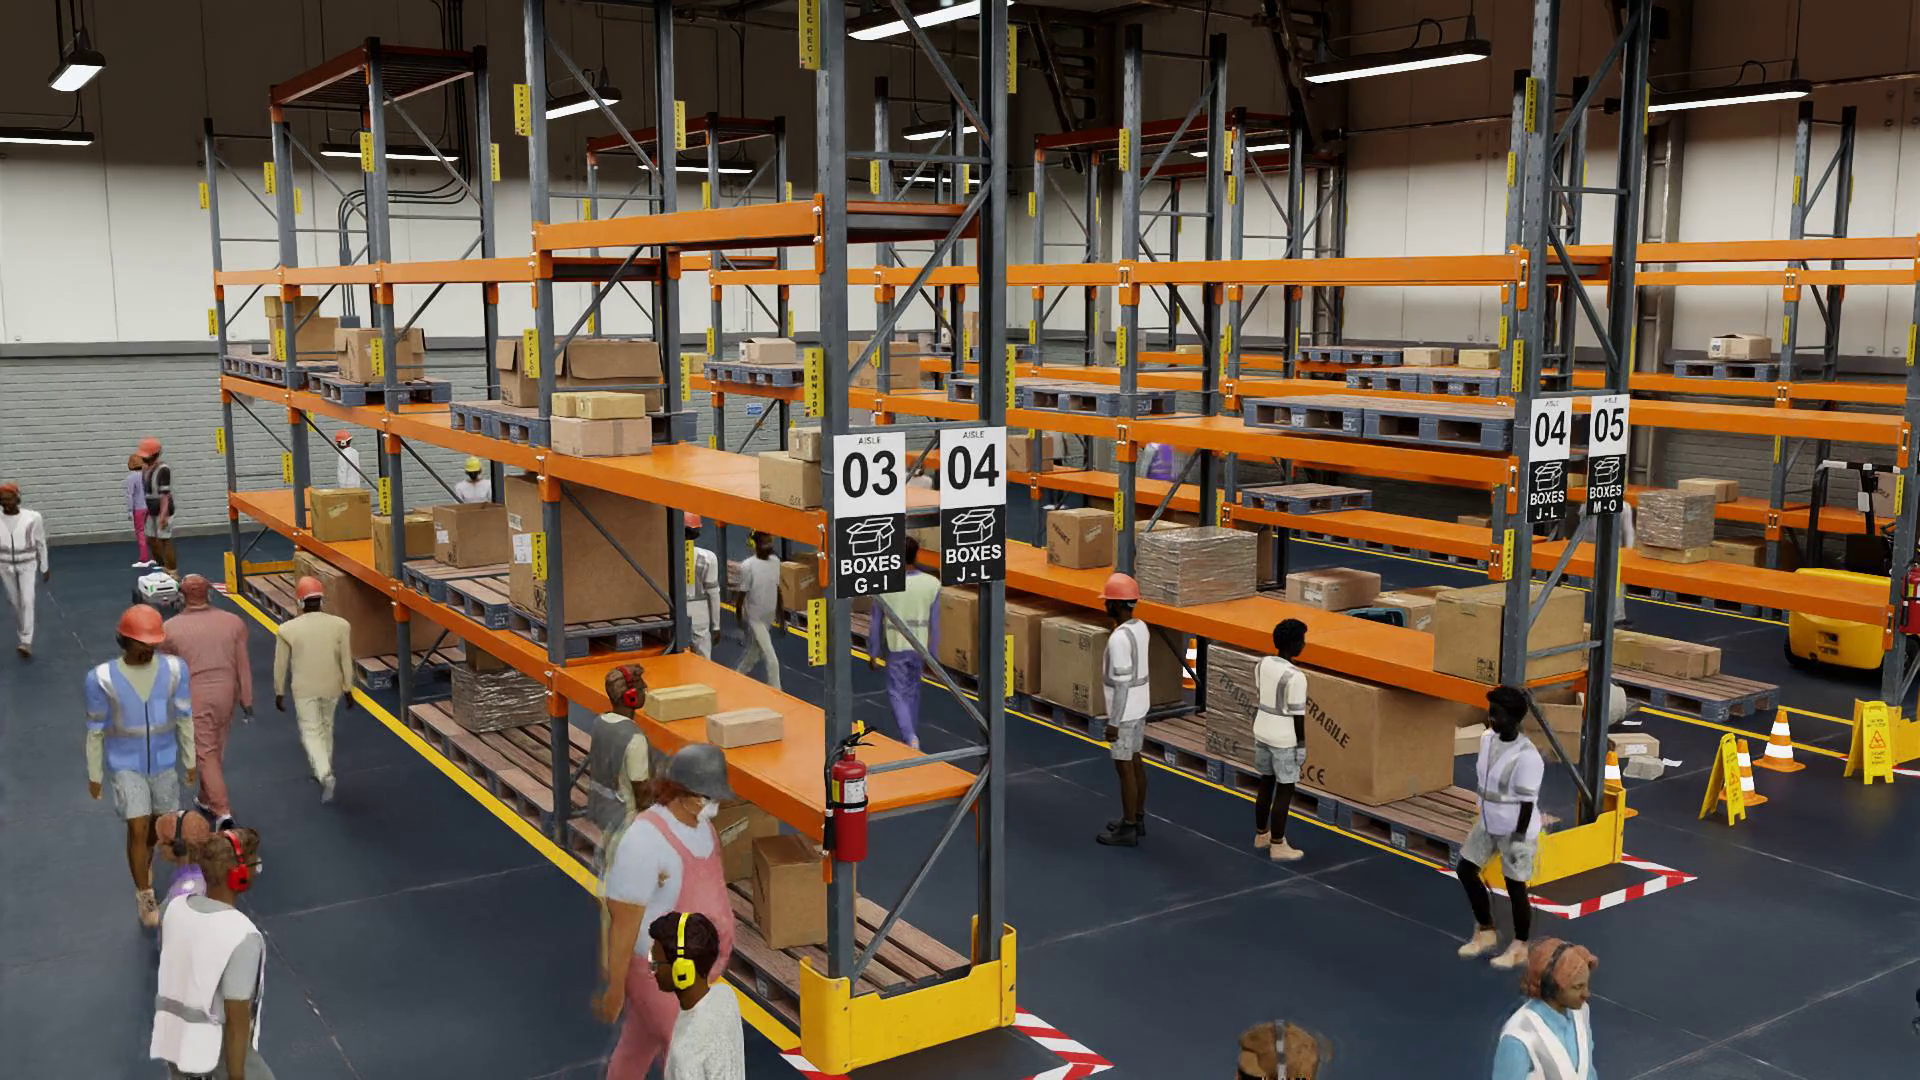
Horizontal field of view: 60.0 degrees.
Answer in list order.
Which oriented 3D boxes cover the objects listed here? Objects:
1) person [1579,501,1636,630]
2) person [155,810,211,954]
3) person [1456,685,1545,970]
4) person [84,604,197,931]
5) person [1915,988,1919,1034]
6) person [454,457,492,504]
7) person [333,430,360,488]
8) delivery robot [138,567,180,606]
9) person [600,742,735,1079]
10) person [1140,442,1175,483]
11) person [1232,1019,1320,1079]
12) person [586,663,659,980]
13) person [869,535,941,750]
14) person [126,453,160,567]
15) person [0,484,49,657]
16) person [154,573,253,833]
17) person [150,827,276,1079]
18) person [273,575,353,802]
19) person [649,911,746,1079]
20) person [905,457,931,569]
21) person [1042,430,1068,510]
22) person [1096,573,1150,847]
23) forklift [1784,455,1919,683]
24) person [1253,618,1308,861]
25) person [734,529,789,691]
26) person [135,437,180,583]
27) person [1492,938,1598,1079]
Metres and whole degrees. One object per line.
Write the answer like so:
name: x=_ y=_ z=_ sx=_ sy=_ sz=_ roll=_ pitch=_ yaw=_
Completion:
person: x=7.505 y=0.136 z=19.312 sx=0.670 sy=1.784 sz=0.460 roll=6 pitch=10 yaw=35
person: x=-3.386 y=1.995 z=7.405 sx=0.315 sy=1.640 sz=0.514 roll=-2 pitch=9 yaw=-14
person: x=3.085 y=1.651 z=9.535 sx=0.498 sy=1.675 sz=0.550 roll=-3 pitch=9 yaw=-16
person: x=-5.147 y=1.362 z=10.433 sx=0.615 sy=2.006 sz=0.866 roll=-7 pitch=11 yaw=-41
person: x=3.260 y=2.265 z=5.535 sx=0.546 sy=1.660 sz=0.756 roll=-2 pitch=9 yaw=-16
person: x=-6.326 y=-0.210 z=21.721 sx=0.558 sy=1.744 sz=0.572 roll=-3 pitch=9 yaw=-17
person: x=-9.586 y=-0.850 z=26.012 sx=0.349 sy=1.743 sz=0.563 roll=0 pitch=9 yaw=2
delivery robot: x=-9.725 y=0.569 z=20.184 sx=0.477 sy=0.478 sz=0.707 roll=-6 pitch=11 yaw=-36
person: x=-1.226 y=1.808 z=7.320 sx=1.055 sy=2.000 sz=0.752 roll=2 pitch=9 yaw=13
person: x=3.195 y=-0.989 z=26.829 sx=1.029 sy=1.783 sz=0.633 roll=7 pitch=11 yaw=40
person: x=0.848 y=2.280 z=4.897 sx=0.744 sy=1.819 sz=0.550 roll=2 pitch=9 yaw=12
person: x=-1.871 y=1.605 z=9.307 sx=0.390 sy=1.850 sz=0.565 roll=-6 pitch=11 yaw=-37
person: x=-0.443 y=0.906 z=13.843 sx=0.600 sy=1.895 sz=0.817 roll=-3 pitch=9 yaw=-16
person: x=-11.588 y=-0.425 z=23.579 sx=0.280 sy=1.625 sz=0.493 roll=3 pitch=9 yaw=22
person: x=-10.136 y=0.332 z=17.818 sx=0.600 sy=1.834 sz=0.967 roll=-3 pitch=9 yaw=-19
person: x=-5.503 y=1.174 z=12.150 sx=0.649 sy=1.860 sz=1.007 roll=-8 pitch=12 yaw=-43
person: x=-2.902 y=2.029 z=6.677 sx=0.582 sy=1.793 sz=0.979 roll=5 pitch=10 yaw=30
person: x=-4.978 y=1.136 z=12.875 sx=0.572 sy=1.722 sz=0.803 roll=-7 pitch=11 yaw=-37
person: x=-0.874 y=2.154 z=5.636 sx=0.323 sy=1.863 sz=0.527 roll=1 pitch=9 yaw=5
person: x=-0.679 y=-0.361 z=23.207 sx=0.553 sy=1.600 sz=0.611 roll=1 pitch=9 yaw=5
person: x=1.677 y=-1.463 z=29.738 sx=0.551 sy=1.858 sz=0.328 roll=-3 pitch=9 yaw=-22
person: x=1.142 y=1.195 z=11.746 sx=0.379 sy=1.938 sz=0.547 roll=4 pitch=9 yaw=23
forklift: x=9.643 y=0.253 z=17.172 sx=2.313 sy=2.155 sz=1.214 roll=-6 pitch=10 yaw=-33
person: x=2.209 y=1.368 z=11.432 sx=0.325 sy=1.685 sz=0.539 roll=-3 pitch=9 yaw=-21
person: x=-1.859 y=0.736 z=15.223 sx=0.978 sy=1.822 sz=0.540 roll=5 pitch=10 yaw=31
person: x=-10.589 y=-0.368 z=21.935 sx=0.635 sy=2.005 sz=0.535 roll=7 pitch=11 yaw=38
person: x=2.093 y=2.211 z=6.024 sx=0.357 sy=1.621 sz=0.549 roll=8 pitch=12 yaw=43
